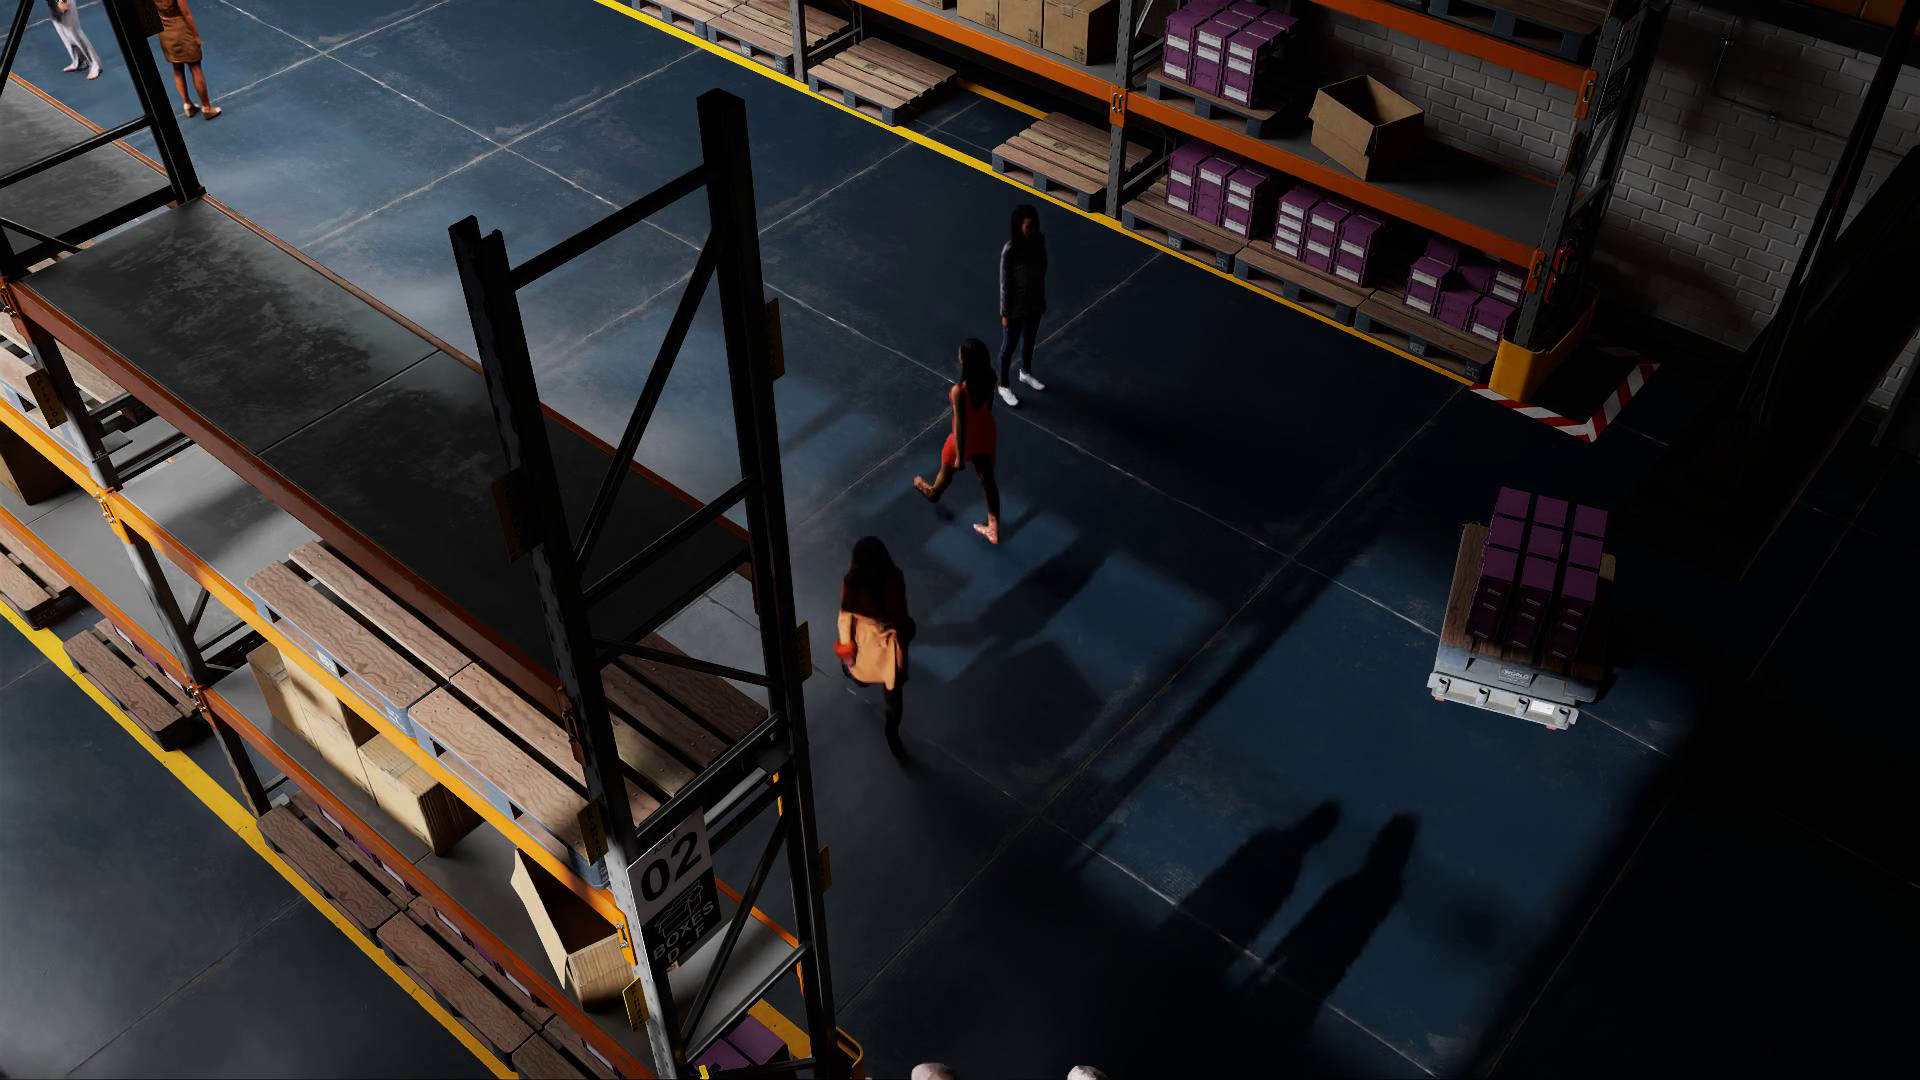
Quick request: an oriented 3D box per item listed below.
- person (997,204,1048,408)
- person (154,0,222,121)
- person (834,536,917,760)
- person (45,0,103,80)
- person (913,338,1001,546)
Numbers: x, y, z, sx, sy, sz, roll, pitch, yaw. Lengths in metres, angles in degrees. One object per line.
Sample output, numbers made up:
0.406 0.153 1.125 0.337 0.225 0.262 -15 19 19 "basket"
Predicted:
0.487 -1.860 12.962 0.635 1.733 0.563 -32 52 -29 "person"
-7.621 -4.901 16.188 0.588 1.684 0.699 9 44 10 "person"
-0.563 0.593 10.412 0.986 1.698 1.155 -16 46 -17 "person"
-9.154 -5.556 16.816 0.468 1.767 0.679 33 53 30 "person"
0.156 -0.648 11.733 0.688 1.672 1.098 -34 53 -30 "person"
